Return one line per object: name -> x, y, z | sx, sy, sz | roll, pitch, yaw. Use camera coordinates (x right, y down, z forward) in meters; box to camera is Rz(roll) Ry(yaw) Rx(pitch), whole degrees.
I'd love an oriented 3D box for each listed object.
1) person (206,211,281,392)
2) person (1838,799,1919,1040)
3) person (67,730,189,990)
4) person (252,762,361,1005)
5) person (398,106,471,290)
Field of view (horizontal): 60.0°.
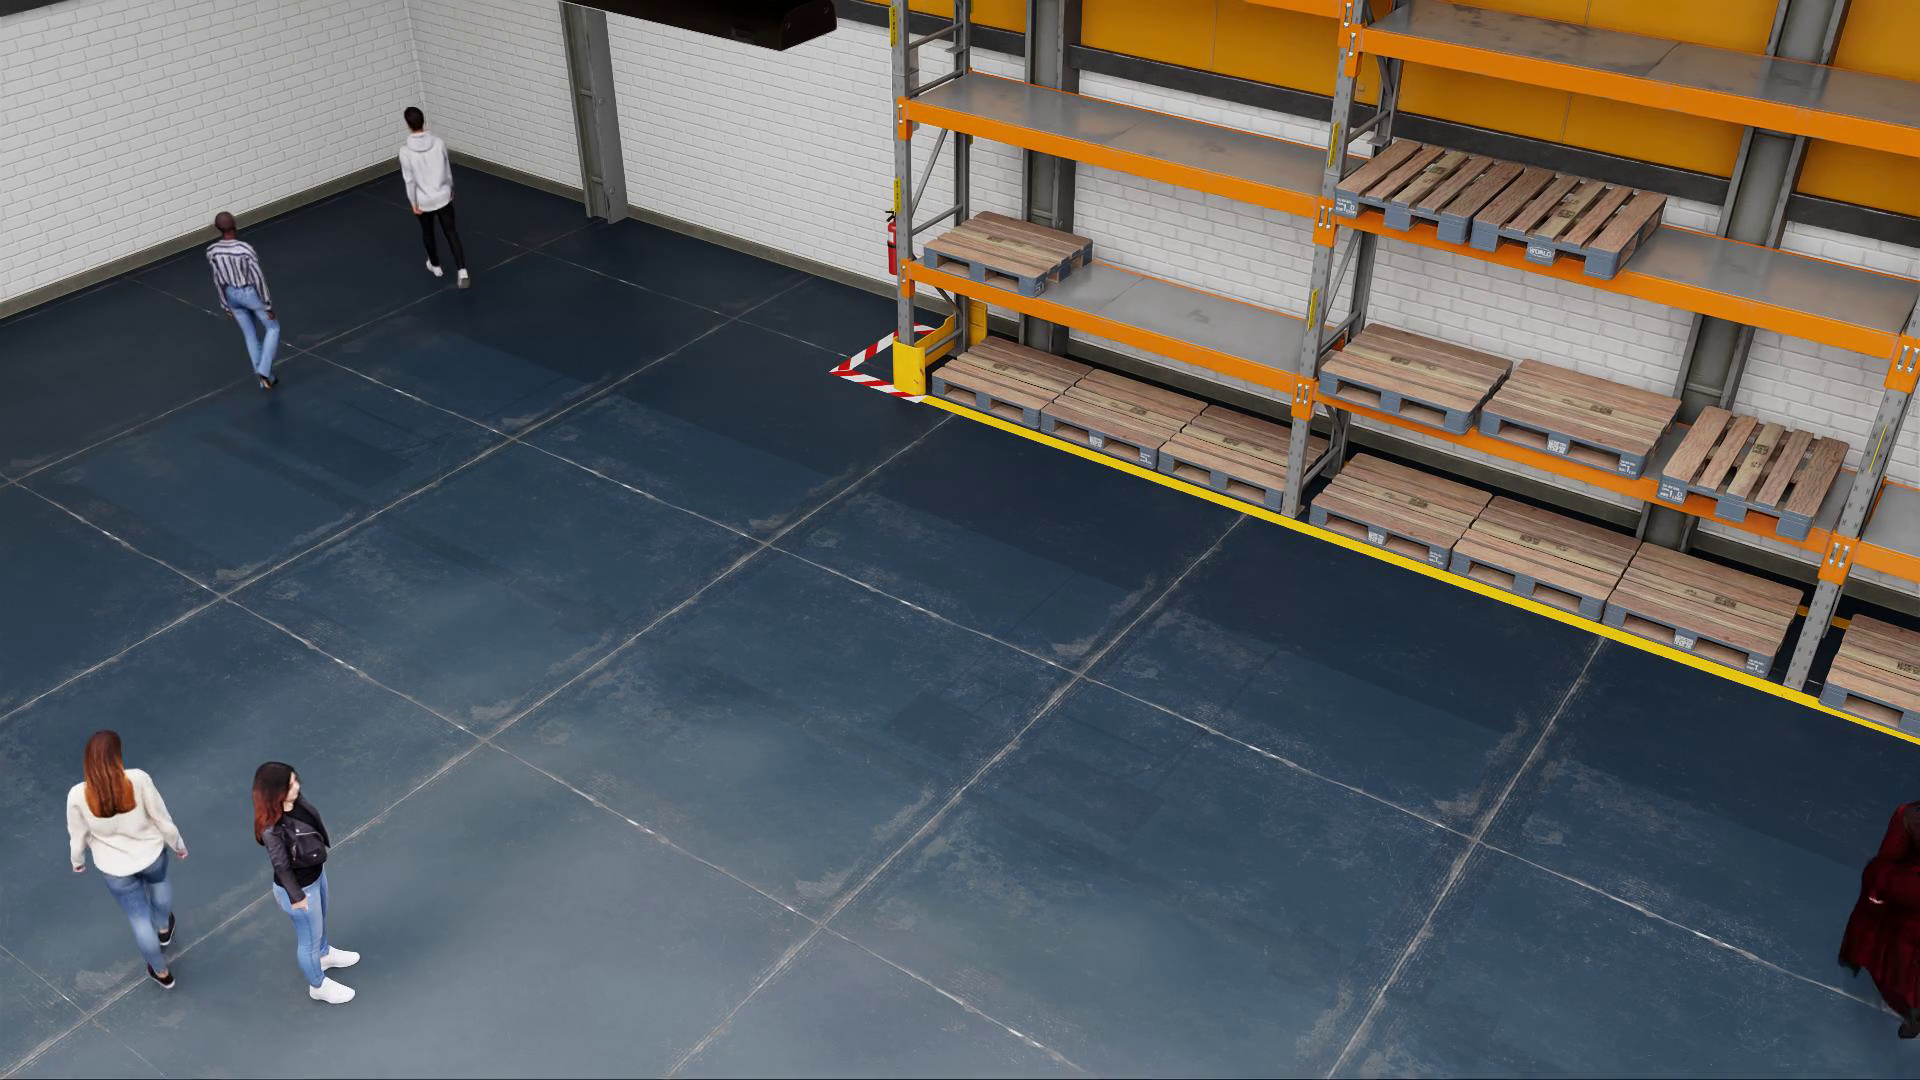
person -> -6.546, -2.116, 15.223 | 0.778, 1.783, 0.856 | 1, 34, 2
person -> 5.258, 1.978, 9.113 | 1.050, 1.729, 0.937 | 8, 34, 12
person -> -4.629, 1.842, 9.377 | 0.929, 1.662, 0.982 | -20, 38, -27
person -> -3.691, 1.893, 9.323 | 0.771, 1.638, 0.715 | -5, 34, -7
person -> -5.417, -3.510, 17.219 | 1.044, 1.895, 1.314 | -17, 37, -24
